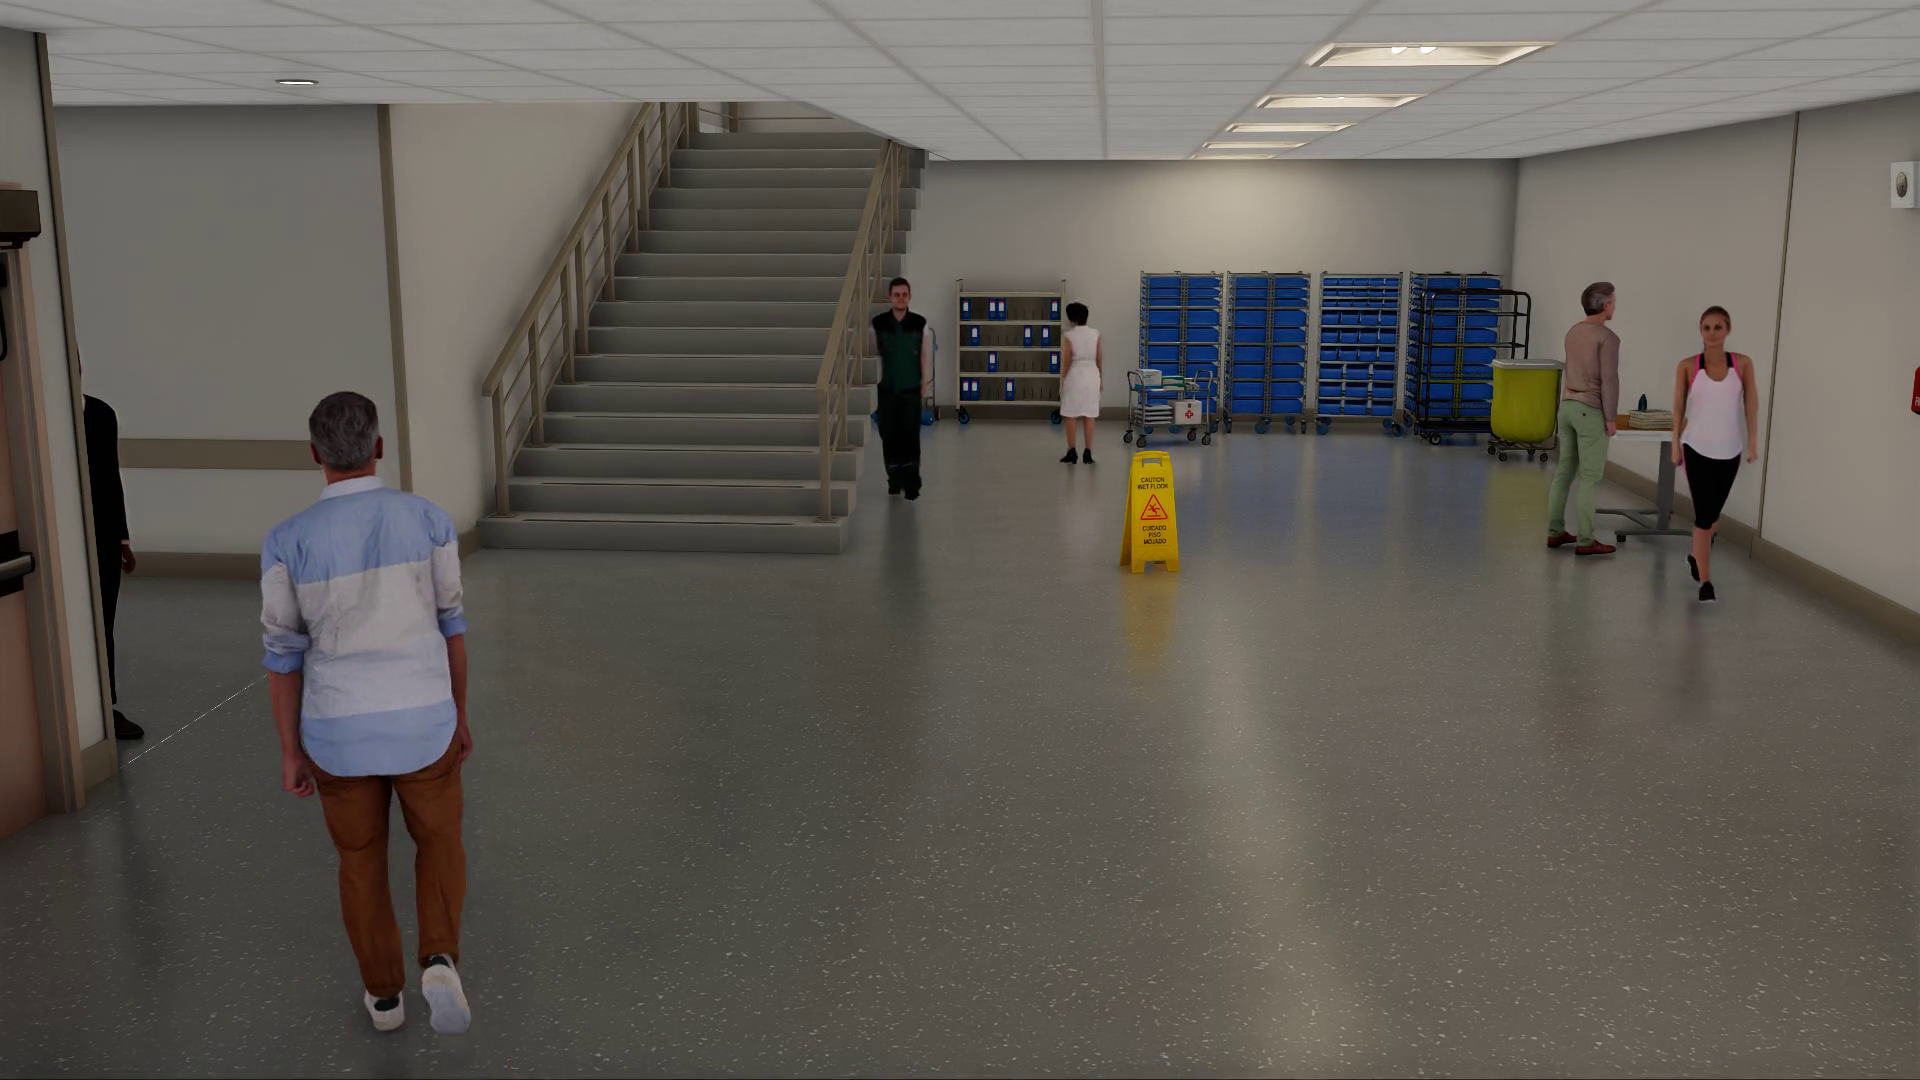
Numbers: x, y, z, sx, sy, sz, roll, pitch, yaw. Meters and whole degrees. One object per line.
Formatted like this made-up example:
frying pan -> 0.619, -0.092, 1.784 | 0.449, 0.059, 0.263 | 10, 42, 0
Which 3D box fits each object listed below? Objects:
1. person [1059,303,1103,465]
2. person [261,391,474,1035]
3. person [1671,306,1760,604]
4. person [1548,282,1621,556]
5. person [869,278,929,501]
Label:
person -> 1.165, -1.492, 15.845 | 0.669, 1.538, 0.655 | 0, 11, -1
person -> -1.558, 0.517, 4.518 | 0.918, 1.815, 1.024 | -5, 12, -23
person -> 4.570, -0.509, 10.126 | 0.759, 1.740, 1.222 | 3, 11, 14
person -> 4.346, -0.848, 11.568 | 0.807, 1.868, 0.666 | -4, 11, -18
person -> -0.526, -1.248, 13.824 | 0.721, 1.814, 1.018 | 0, 11, -1
